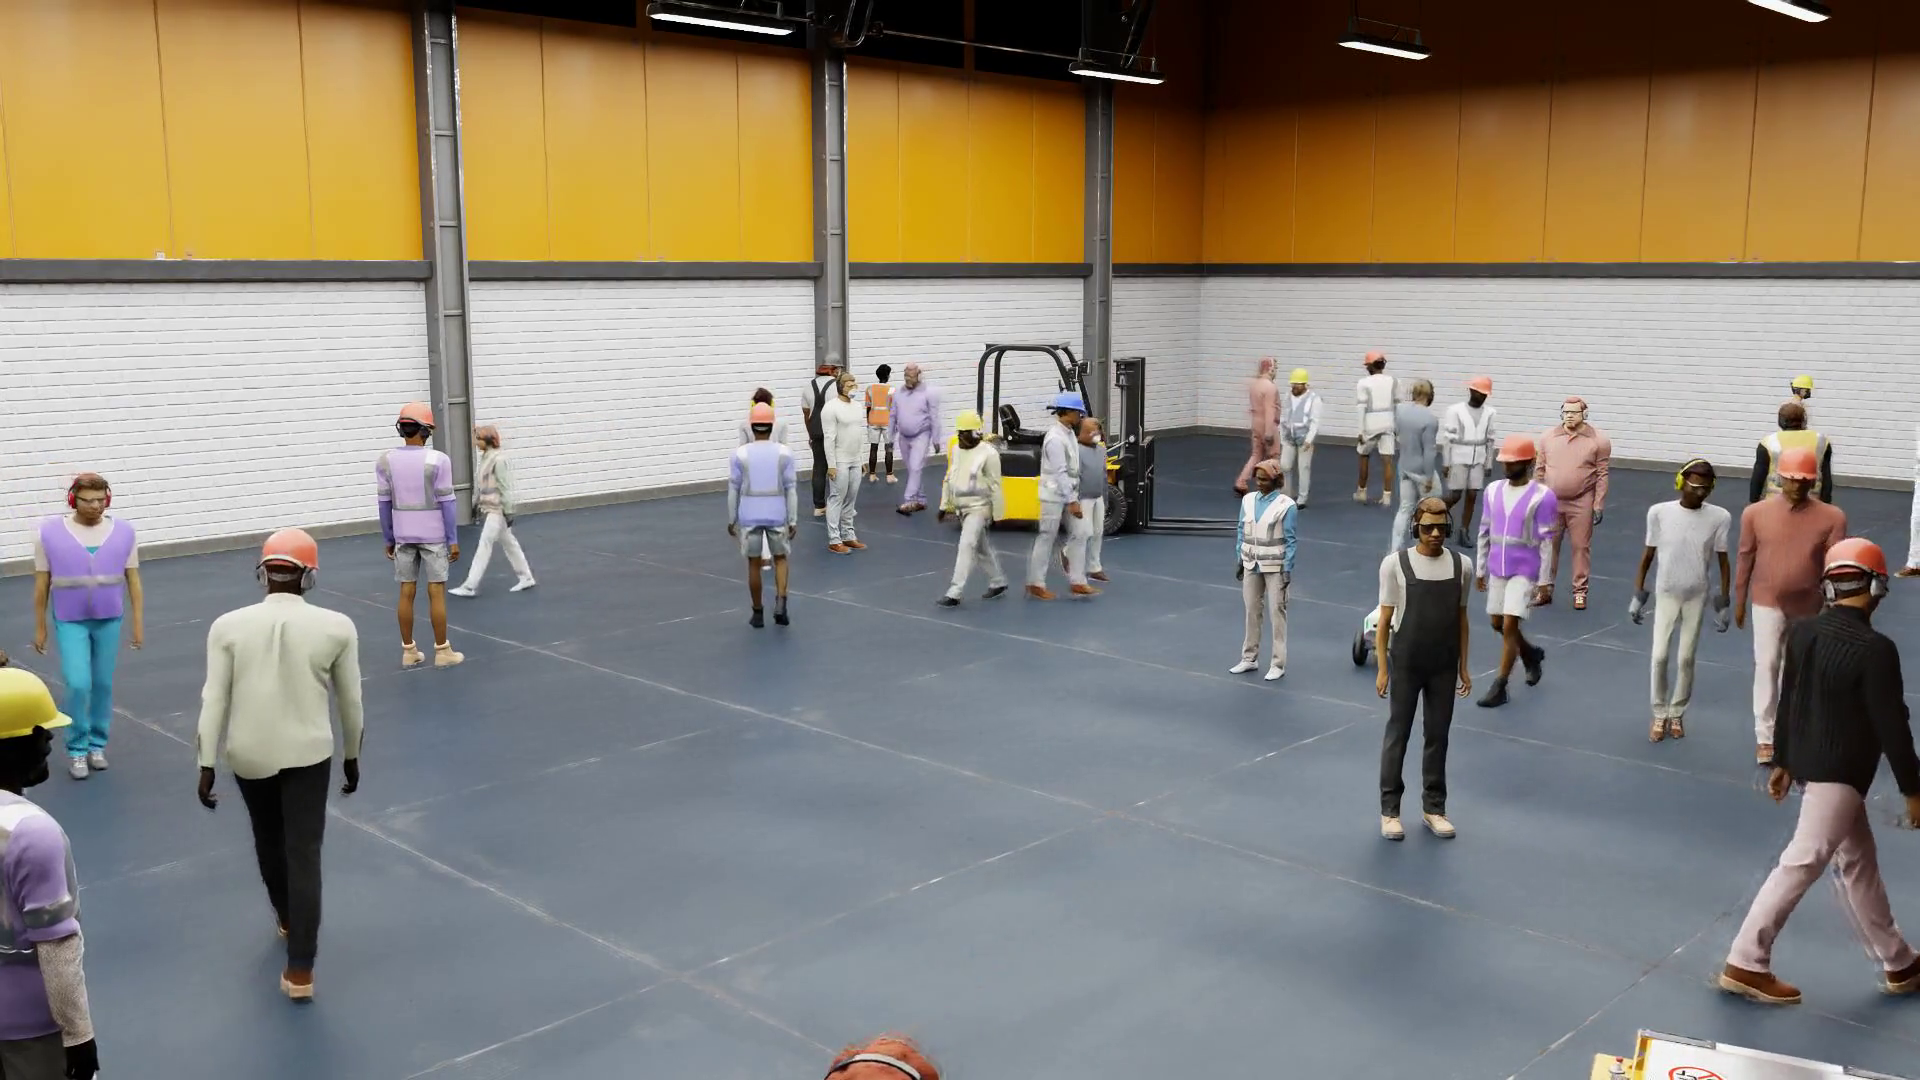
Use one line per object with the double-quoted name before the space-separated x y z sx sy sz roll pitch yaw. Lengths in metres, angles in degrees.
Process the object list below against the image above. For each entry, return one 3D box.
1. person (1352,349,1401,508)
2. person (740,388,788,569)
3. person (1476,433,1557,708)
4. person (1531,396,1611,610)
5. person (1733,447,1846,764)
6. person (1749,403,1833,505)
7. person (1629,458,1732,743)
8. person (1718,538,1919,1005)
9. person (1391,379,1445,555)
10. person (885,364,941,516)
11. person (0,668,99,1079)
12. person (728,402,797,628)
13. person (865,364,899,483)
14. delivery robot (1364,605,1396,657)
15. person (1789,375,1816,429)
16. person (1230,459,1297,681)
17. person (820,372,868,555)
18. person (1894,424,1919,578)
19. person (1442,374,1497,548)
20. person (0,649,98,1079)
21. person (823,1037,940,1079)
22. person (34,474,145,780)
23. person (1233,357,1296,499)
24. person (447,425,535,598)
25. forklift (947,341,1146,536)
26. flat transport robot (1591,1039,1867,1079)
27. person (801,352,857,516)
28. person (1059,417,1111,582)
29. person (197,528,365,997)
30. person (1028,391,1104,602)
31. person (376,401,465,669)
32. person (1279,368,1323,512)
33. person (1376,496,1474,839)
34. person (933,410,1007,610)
"person" 5.351 -1.445 21.381 0.658 1.997 0.919 -1 9 -7
"person" -2.015 -0.647 17.072 0.517 1.814 0.963 -2 9 -12
"person" 3.922 0.189 11.679 0.824 1.913 0.553 -8 12 -39
"person" 5.443 -0.333 14.881 0.641 1.908 0.407 5 11 30
"person" 5.188 0.377 10.427 0.613 1.951 1.027 3 10 19
"person" 7.585 -0.346 15.281 0.654 1.813 0.792 1 9 9
"person" 4.609 0.391 10.634 0.593 1.839 0.619 4 10 21
"person" 3.661 0.966 6.880 1.016 1.920 0.672 1 9 3
"person" 4.697 -0.689 17.037 0.651 1.909 0.649 -4 10 -23
"person" -0.644 -1.228 20.500 0.684 1.854 0.956 5 11 30
"person" -2.665 1.310 4.740 0.588 1.927 0.371 5 11 29
"person" -1.664 -0.197 13.996 0.579 1.927 0.463 -2 9 -11
"person" -1.093 -1.641 23.560 0.535 1.691 0.318 3 10 17
"delivery robot" 3.356 0.627 12.808 0.477 0.478 0.707 5 10 27
"person" 10.079 -1.108 20.063 0.323 1.765 0.532 3 10 18
"person" 2.265 0.215 12.340 0.308 1.638 0.511 -9 13 -43
"person" -1.224 -0.825 17.798 0.372 1.940 0.631 6 11 31
"person" 9.626 -0.538 16.273 0.762 1.866 0.590 -2 9 -11
"person" 5.539 -0.872 18.186 0.568 1.909 0.627 -1 9 -8
"person" -3.183 1.240 5.370 0.656 1.875 1.086 6 11 34
"person" -0.141 1.684 2.599 0.601 1.875 0.505 4 10 21
"person" -5.184 0.512 9.956 0.595 1.815 0.628 -8 13 -42
"person" 4.014 -1.463 21.890 0.789 1.885 0.658 -2 9 -11
"person" -4.354 -0.270 15.434 0.862 1.590 0.536 -6 11 -31
"forklift" 0.977 -1.223 19.452 2.313 2.155 1.214 2 9 11
"flat transport robot" 2.889 1.989 5.638 1.431 0.197 0.652 5 10 26
"person" -1.565 -1.300 20.394 0.673 2.000 0.536 5 11 30
"person" 1.218 -0.394 16.120 0.552 1.610 0.448 -9 13 -44
"person" -2.915 0.924 7.179 0.650 1.907 1.065 -2 10 -14
"person" 0.977 -0.383 15.126 0.780 1.912 0.654 4 10 24
"person" -4.087 -0.030 12.621 0.605 2.038 0.387 1 9 8
"person" 4.196 -1.240 20.724 0.613 1.808 0.519 8 12 40
"person" 2.474 0.678 8.862 0.520 1.844 0.331 -1 9 -6
"person" 0.113 -0.286 15.002 0.920 1.781 0.572 -6 11 -35
